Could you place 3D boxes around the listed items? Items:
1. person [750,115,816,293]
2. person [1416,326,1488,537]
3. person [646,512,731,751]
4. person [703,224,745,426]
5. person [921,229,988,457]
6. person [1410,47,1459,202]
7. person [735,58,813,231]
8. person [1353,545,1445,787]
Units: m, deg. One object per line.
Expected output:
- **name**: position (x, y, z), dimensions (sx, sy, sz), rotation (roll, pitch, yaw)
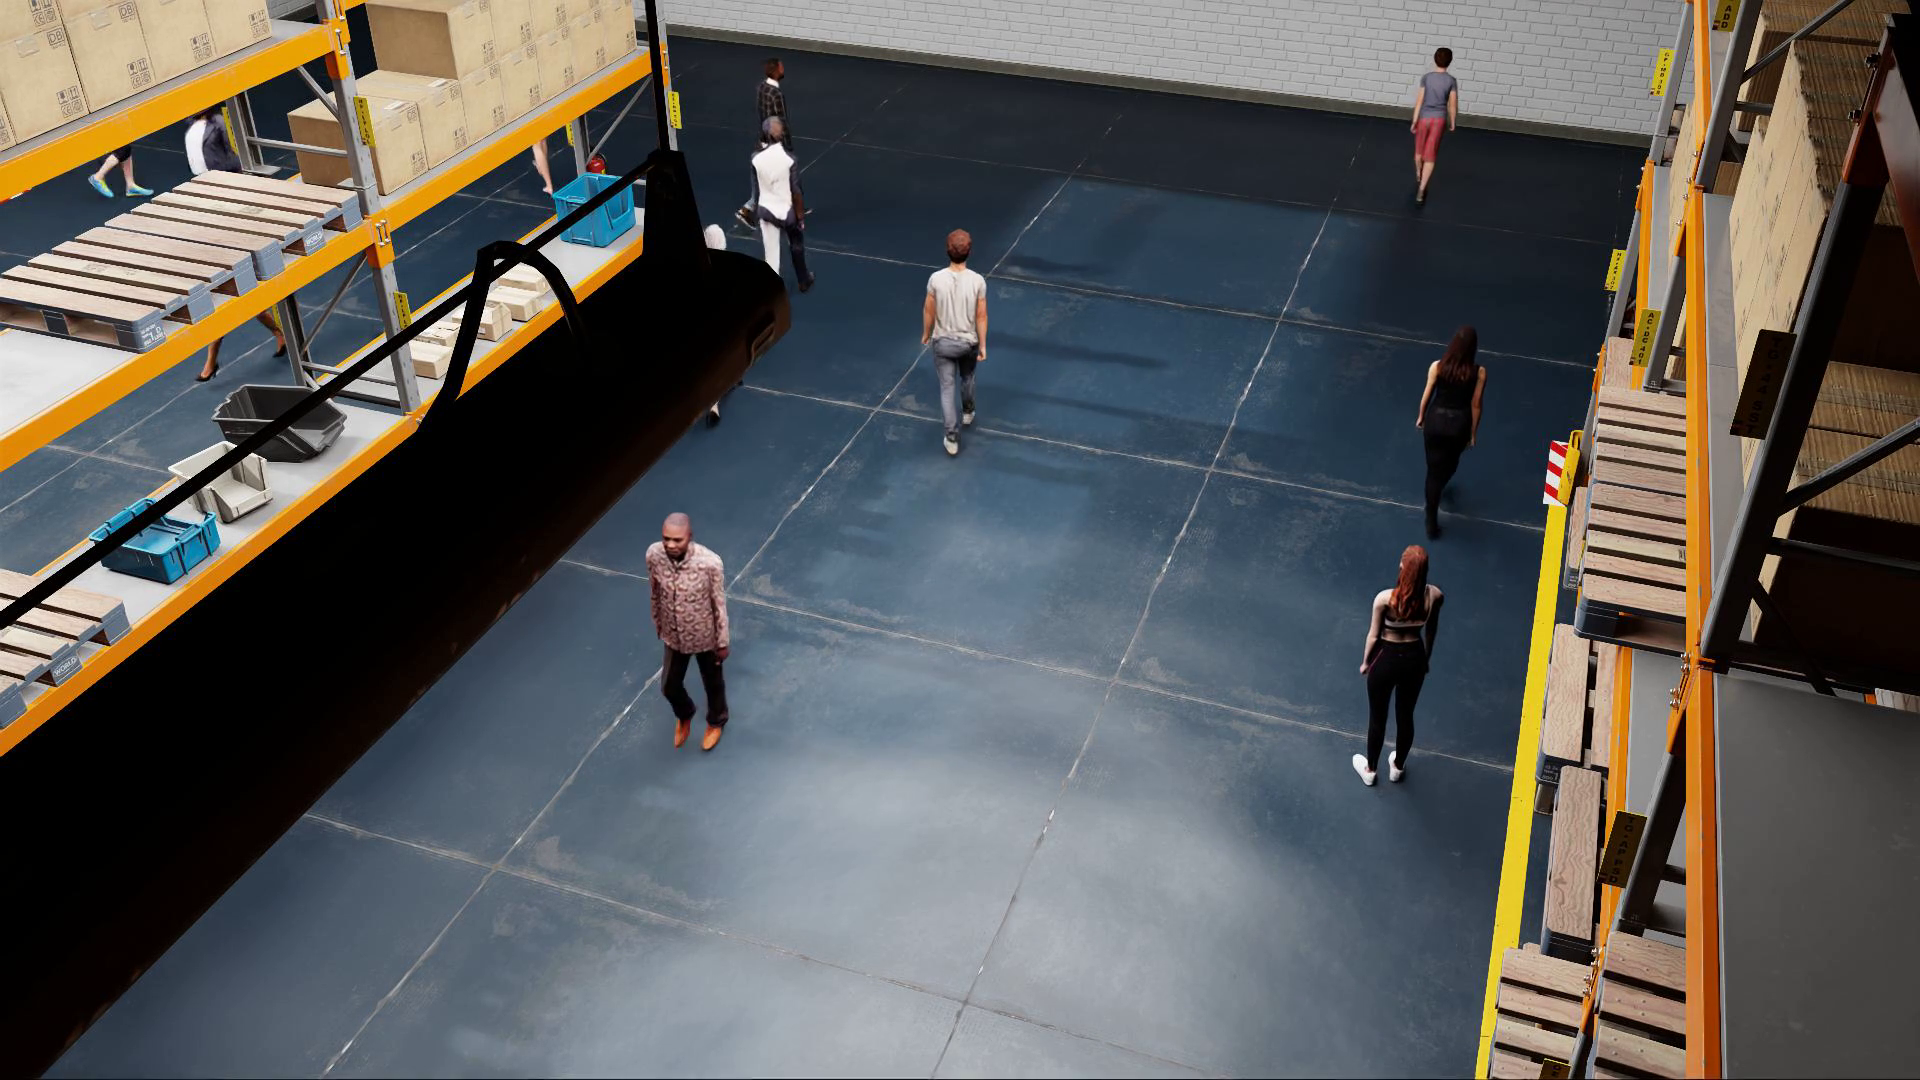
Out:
- **person**: position (-1.756, -3.048, 15.843), dimensions (0.790, 1.857, 1.089), rotation (6, 34, 9)
- **person**: position (3.700, -0.797, 12.644), dimensions (0.659, 1.650, 1.082), rotation (8, 35, 12)
- **person**: position (-1.670, 0.526, 10.525), dimensions (0.752, 1.792, 0.714), rotation (5, 34, 7)
- **person**: position (-2.057, -1.789, 14.091), dimensions (0.748, 1.699, 1.202), rotation (6, 34, 9)
- **person**: position (-0.038, -1.564, 13.605), dimensions (0.931, 1.863, 1.101), rotation (-3, 34, -5)
- **person**: position (5.184, -4.539, 18.313), dimensions (0.626, 1.607, 1.106), rotation (12, 36, 18)
- **person**: position (-2.042, -4.152, 17.570), dimensions (1.264, 1.785, 1.150), rotation (-18, 37, -24)
- **person**: position (2.685, 0.775, 10.198), dimensions (0.658, 1.740, 0.646), rotation (-1, 34, -2)
